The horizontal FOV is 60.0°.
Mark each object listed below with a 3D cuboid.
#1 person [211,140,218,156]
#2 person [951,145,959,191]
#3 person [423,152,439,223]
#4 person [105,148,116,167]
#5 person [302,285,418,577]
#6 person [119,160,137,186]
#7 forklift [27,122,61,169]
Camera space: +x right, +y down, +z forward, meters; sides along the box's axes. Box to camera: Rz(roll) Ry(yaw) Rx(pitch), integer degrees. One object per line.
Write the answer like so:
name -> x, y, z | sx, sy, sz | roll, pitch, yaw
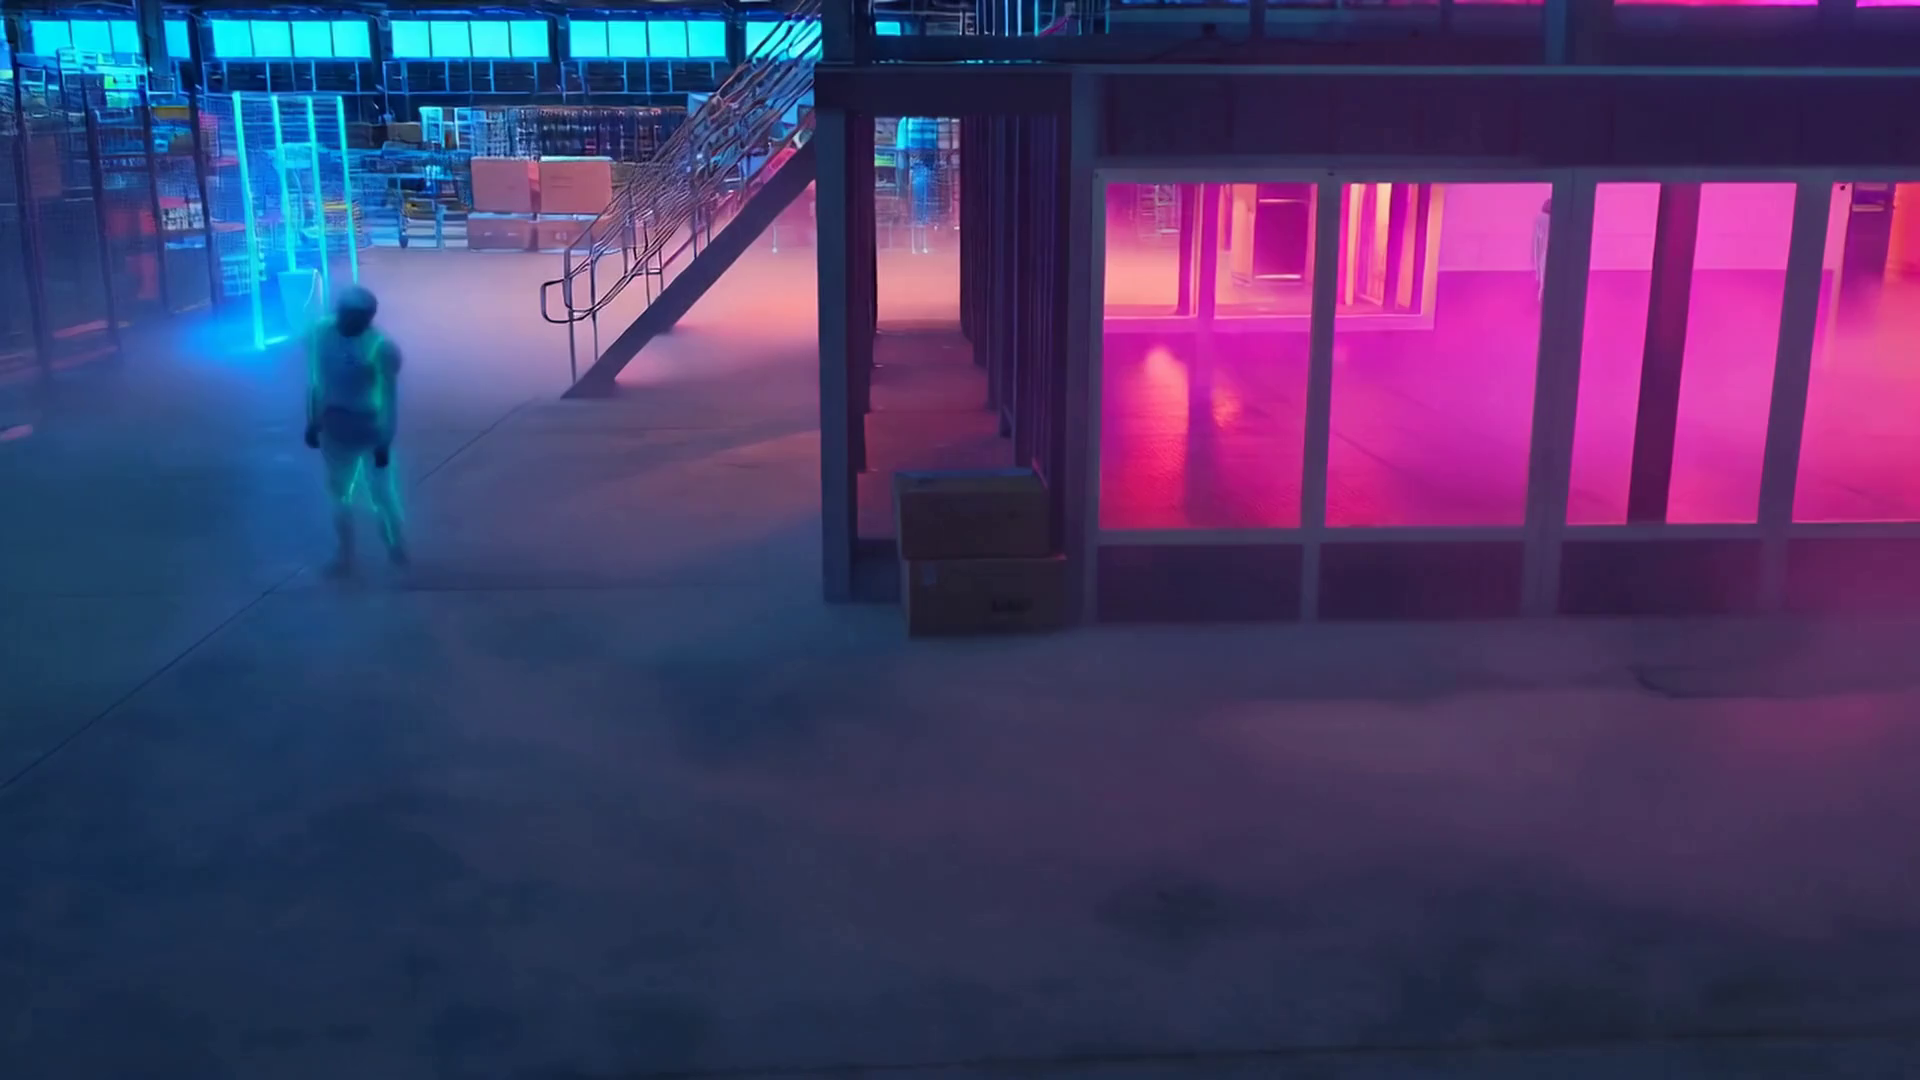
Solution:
person -> -38.341, -19.619, 85.640 | 0.602, 1.947, 0.391 | 7, 16, 25
person -> -0.152, -15.523, 69.383 | 0.657, 1.885, 0.594 | -13, 19, -42
person -> -13.908, -9.212, 43.895 | 0.414, 2.030, 0.612 | -11, 18, -36
person -> -39.976, -17.802, 78.453 | 0.539, 1.915, 0.854 | 0, 14, -2
person -> -3.695, -0.640, 10.104 | 0.698, 1.809, 0.431 | 6, 15, 22
person -> -23.656, -9.960, 47.450 | 0.528, 1.752, 0.598 | 1, 14, 3
forklift -> -35.376, -14.773, 64.377 | 1.129, 2.768, 1.873 | -1, 14, -2
